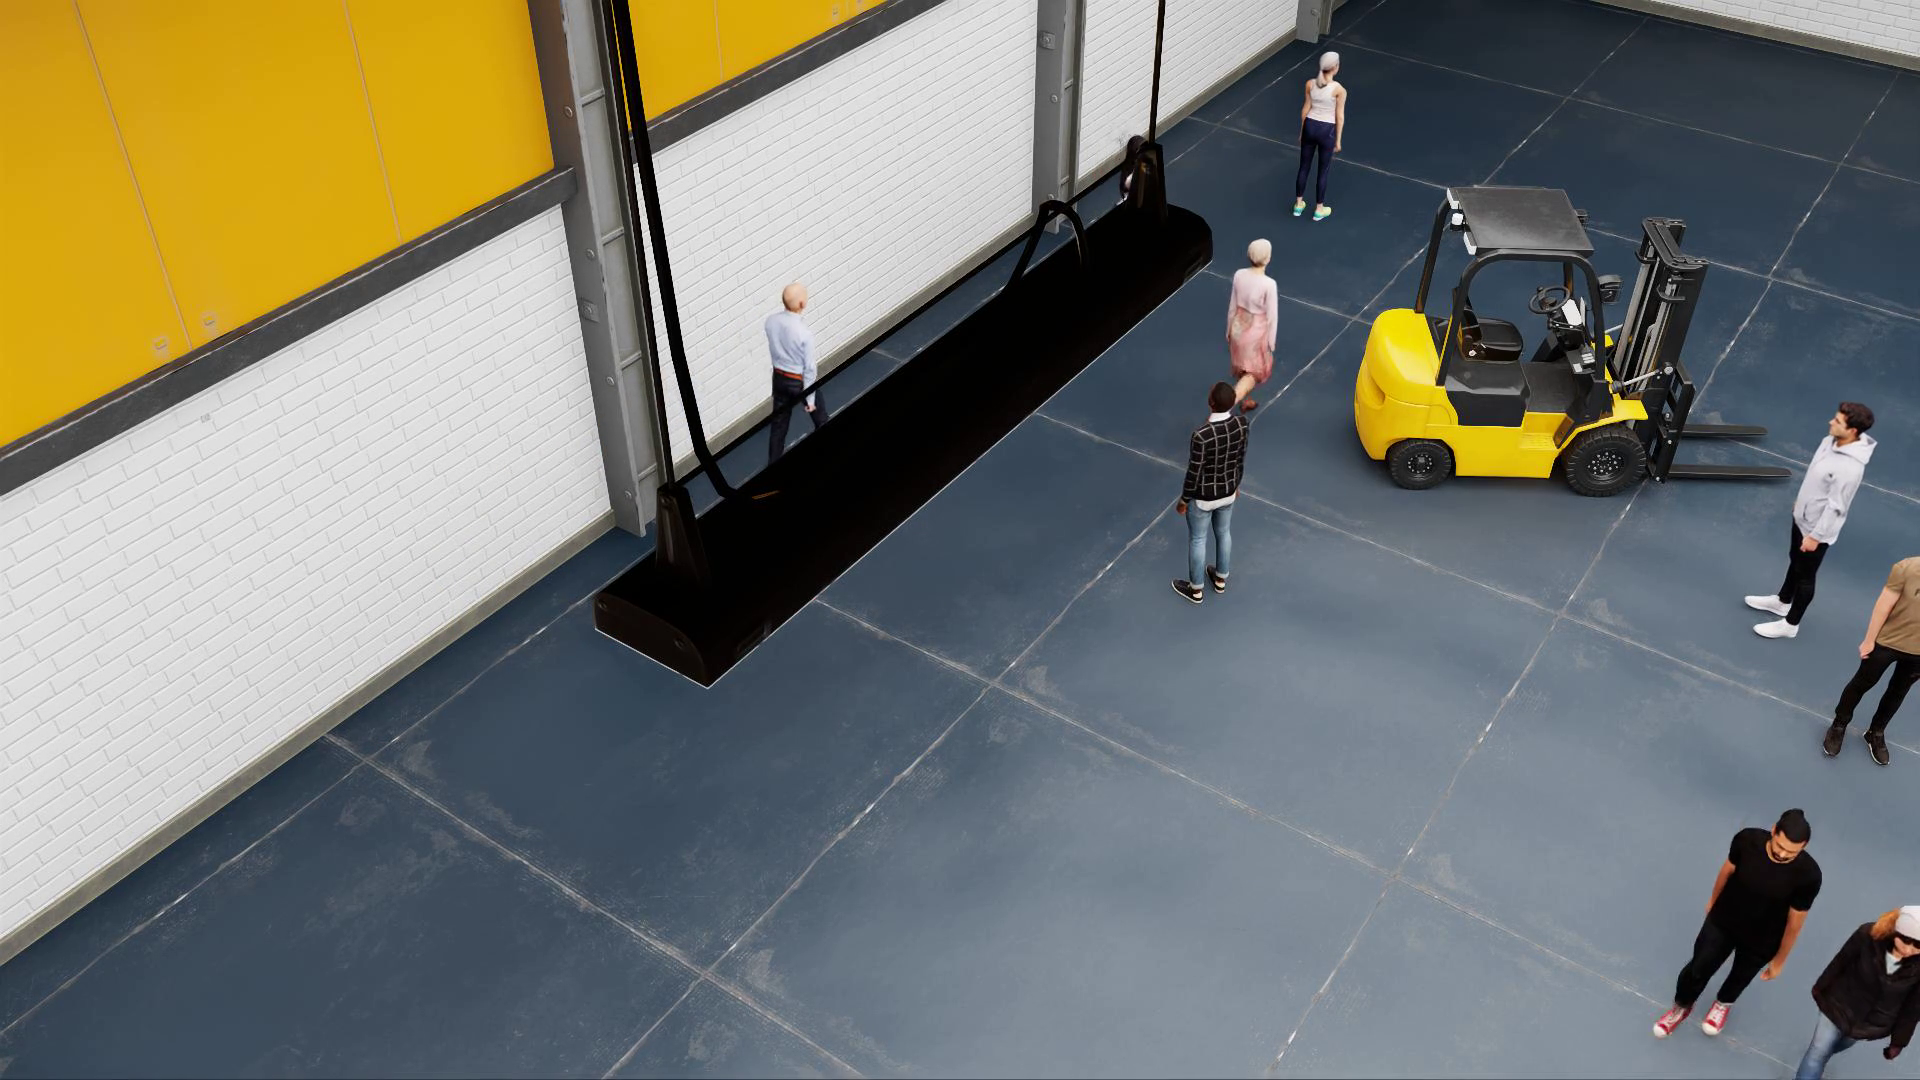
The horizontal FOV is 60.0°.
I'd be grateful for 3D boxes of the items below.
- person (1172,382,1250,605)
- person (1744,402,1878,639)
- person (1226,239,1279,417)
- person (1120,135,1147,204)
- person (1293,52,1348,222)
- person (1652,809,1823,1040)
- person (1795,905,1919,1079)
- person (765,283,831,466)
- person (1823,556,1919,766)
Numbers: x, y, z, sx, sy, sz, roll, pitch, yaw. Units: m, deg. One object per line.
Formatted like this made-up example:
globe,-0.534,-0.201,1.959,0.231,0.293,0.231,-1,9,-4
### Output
person,1.806,-0.340,11.858,0.667,1.821,0.805,-18,42,-21
person,5.952,-0.144,11.527,0.817,1.929,0.668,7,39,9
person,2.346,-1.651,13.618,0.689,1.675,0.948,31,48,33
person,1.500,-2.928,15.162,0.855,1.743,0.751,2,39,2
person,3.572,-4.025,16.565,0.601,1.706,0.534,21,43,25
person,4.287,2.025,8.964,0.661,1.738,0.753,27,46,30
person,4.708,2.360,8.652,0.686,1.604,0.983,22,43,25
person,-1.336,-1.140,12.929,0.717,1.735,1.210,19,43,23
person,6.023,0.643,10.603,0.732,1.852,0.694,10,40,12
